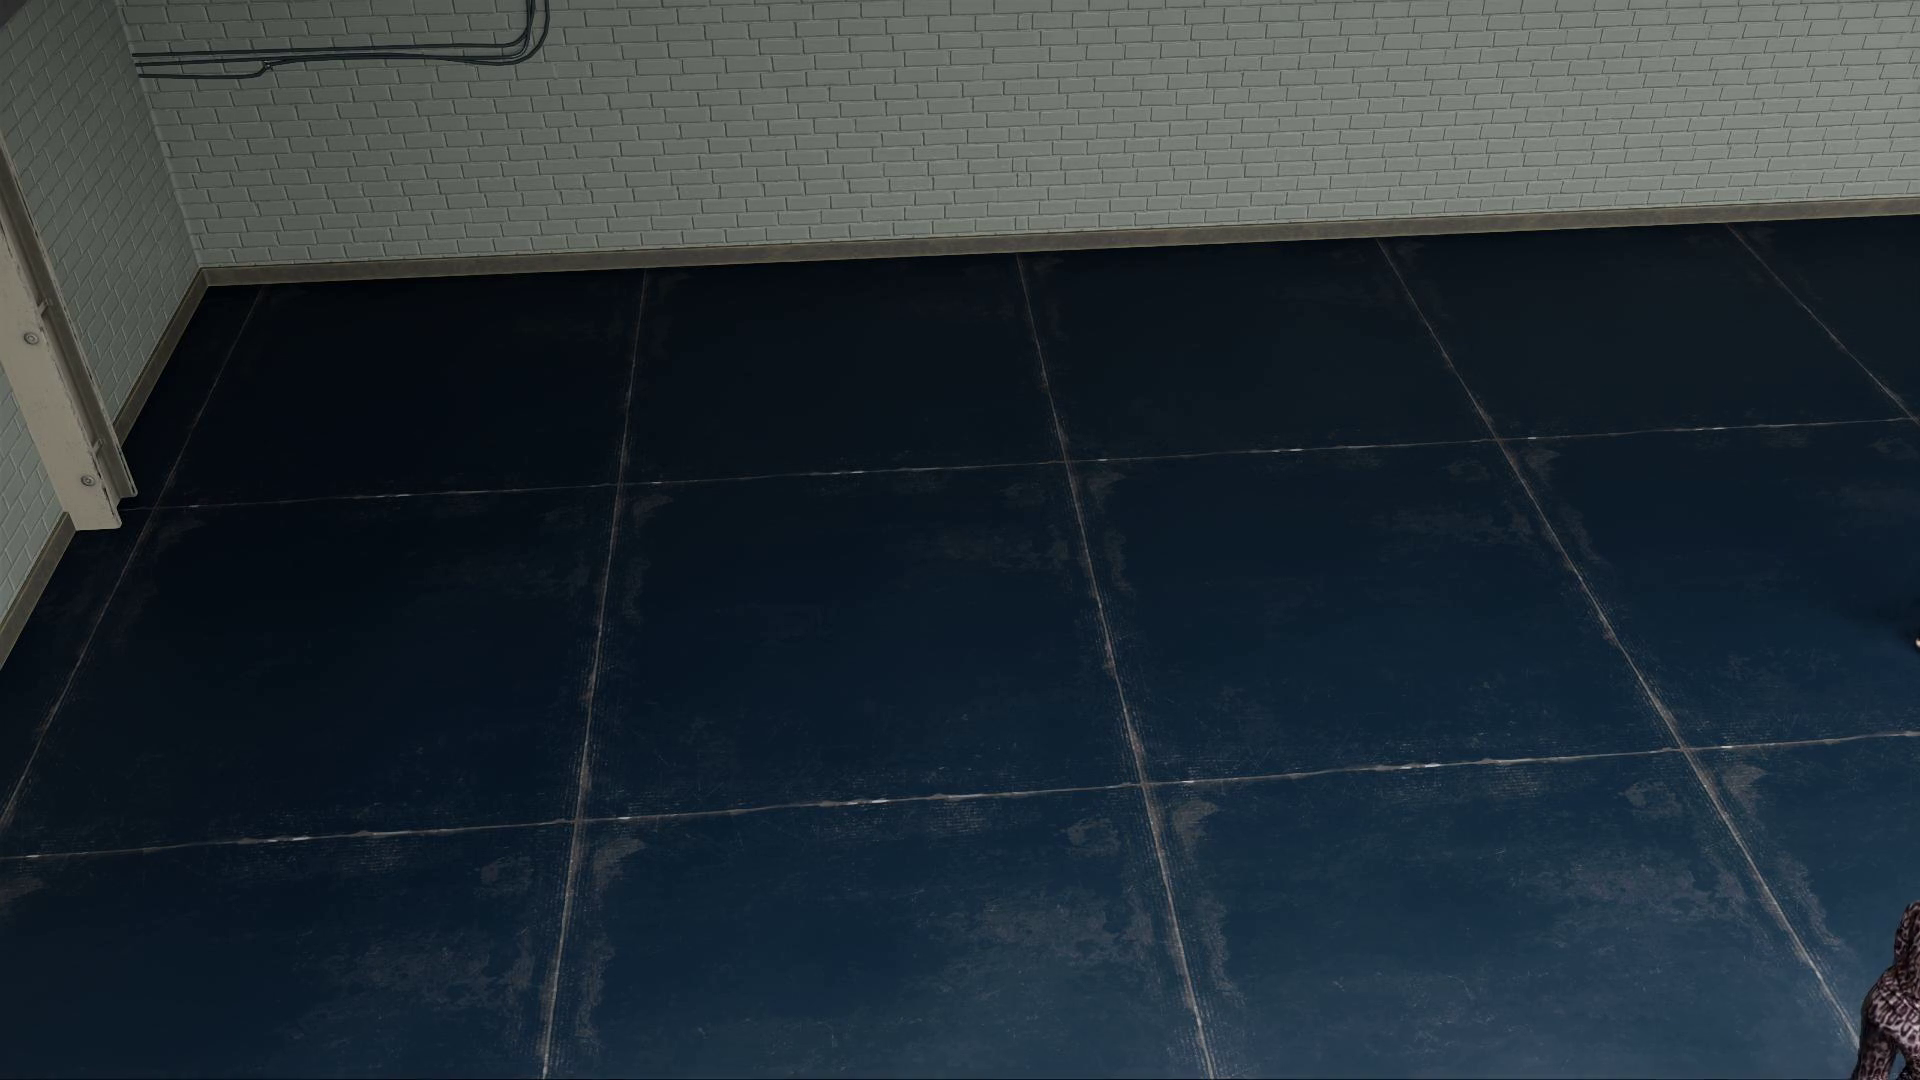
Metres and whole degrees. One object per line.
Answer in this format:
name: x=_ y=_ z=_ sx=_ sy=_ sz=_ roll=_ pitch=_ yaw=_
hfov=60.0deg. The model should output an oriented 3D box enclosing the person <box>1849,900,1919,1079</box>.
person: x=3.759 y=1.970 z=6.681 sx=0.789 sy=1.704 sz=0.749 roll=-20 pitch=42 yaw=-24
